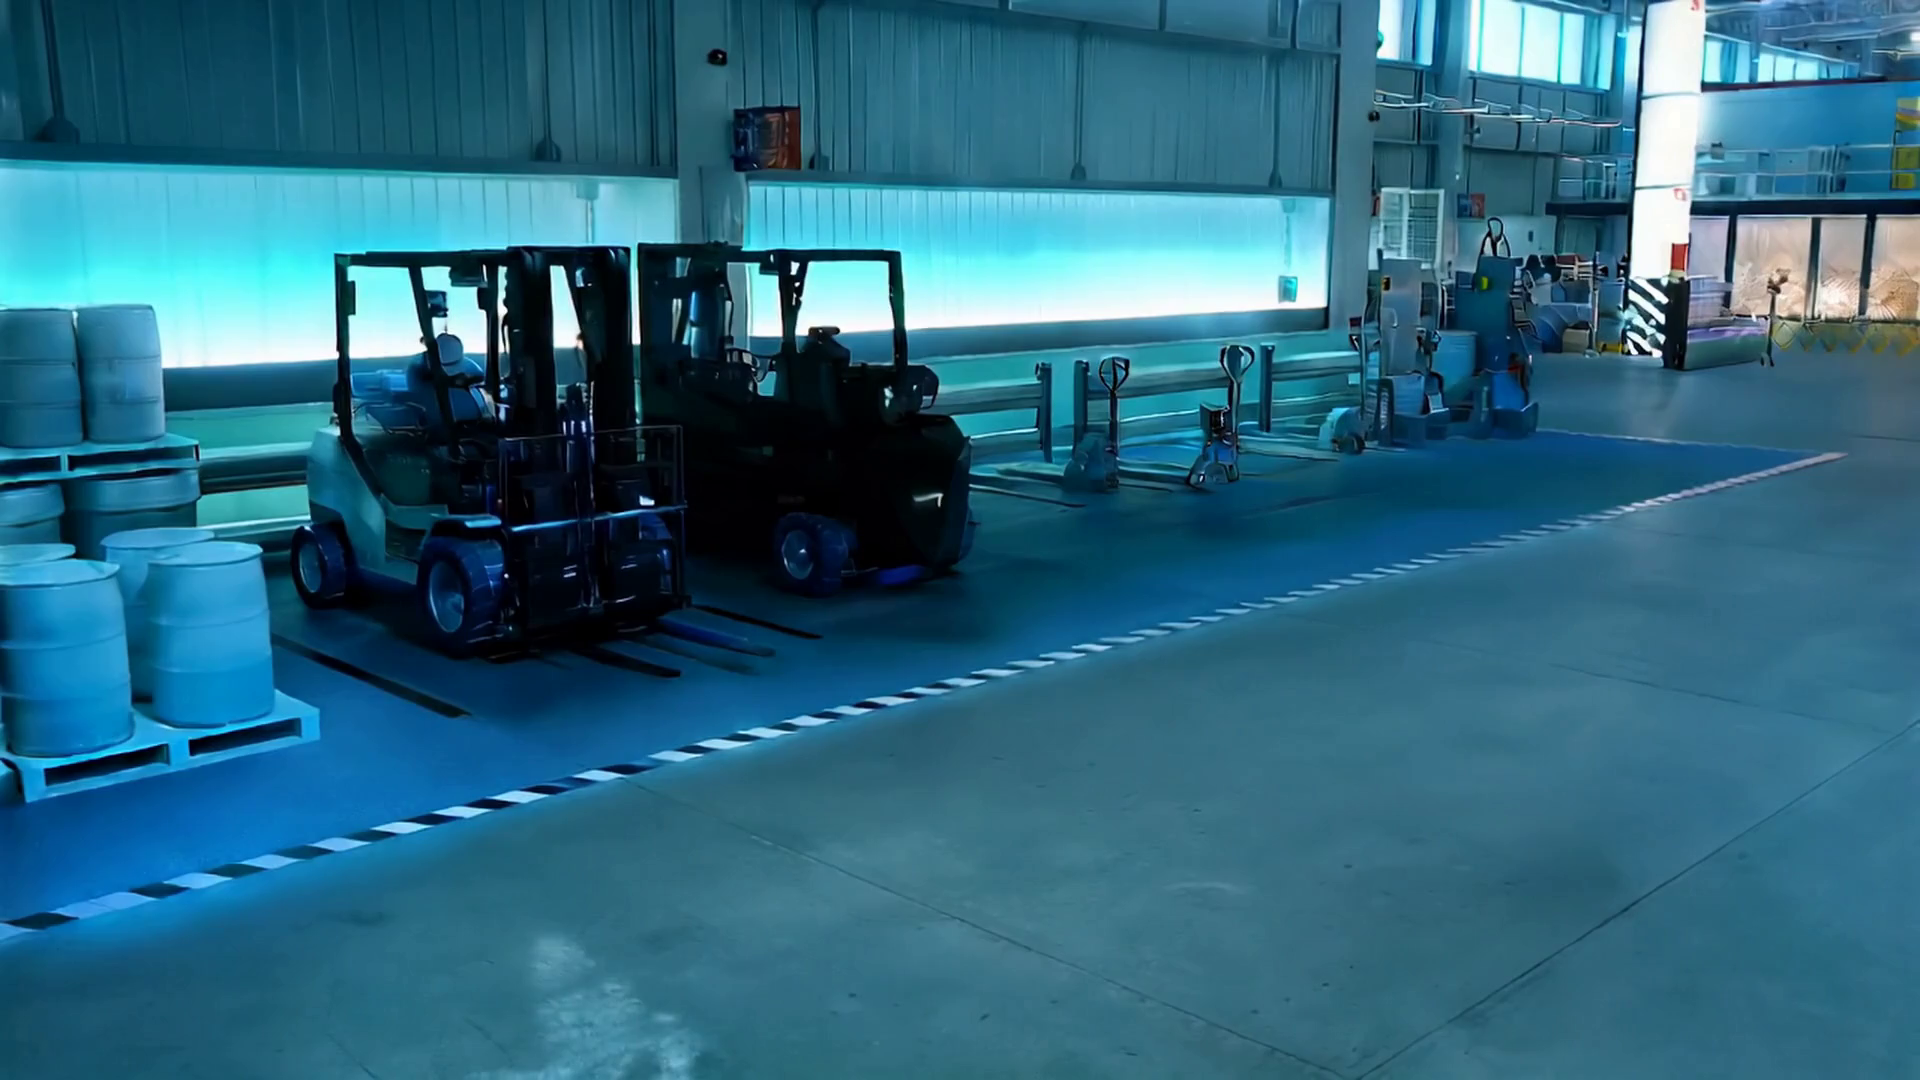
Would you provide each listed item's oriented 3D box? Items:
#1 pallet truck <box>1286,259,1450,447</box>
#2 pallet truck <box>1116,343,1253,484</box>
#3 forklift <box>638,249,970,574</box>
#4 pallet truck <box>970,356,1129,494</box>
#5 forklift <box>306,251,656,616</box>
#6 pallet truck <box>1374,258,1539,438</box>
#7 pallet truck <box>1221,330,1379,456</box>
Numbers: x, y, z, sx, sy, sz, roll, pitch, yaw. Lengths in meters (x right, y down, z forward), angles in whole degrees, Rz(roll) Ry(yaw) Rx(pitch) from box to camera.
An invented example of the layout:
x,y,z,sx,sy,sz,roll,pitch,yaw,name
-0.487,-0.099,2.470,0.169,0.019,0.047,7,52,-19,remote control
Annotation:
x,y,z,sx,sy,sz,roll,pitch,yaw,name
4.493,-2.078,18.196,0.823,1.965,1.885,-9,14,-40,pallet truck
1.962,-1.215,15.415,1.522,1.261,0.704,10,14,43,pallet truck
-1.173,-0.958,11.239,2.680,1.987,1.157,10,14,43,forklift
0.784,-1.085,14.876,0.680,1.201,1.601,-10,14,-44,pallet truck
-2.833,-0.669,9.694,1.157,1.987,2.680,-10,14,-44,forklift
5.704,-2.208,18.901,1.885,1.965,0.823,10,14,43,pallet truck
3.563,-1.581,17.381,0.653,1.274,1.630,-10,14,-44,pallet truck
